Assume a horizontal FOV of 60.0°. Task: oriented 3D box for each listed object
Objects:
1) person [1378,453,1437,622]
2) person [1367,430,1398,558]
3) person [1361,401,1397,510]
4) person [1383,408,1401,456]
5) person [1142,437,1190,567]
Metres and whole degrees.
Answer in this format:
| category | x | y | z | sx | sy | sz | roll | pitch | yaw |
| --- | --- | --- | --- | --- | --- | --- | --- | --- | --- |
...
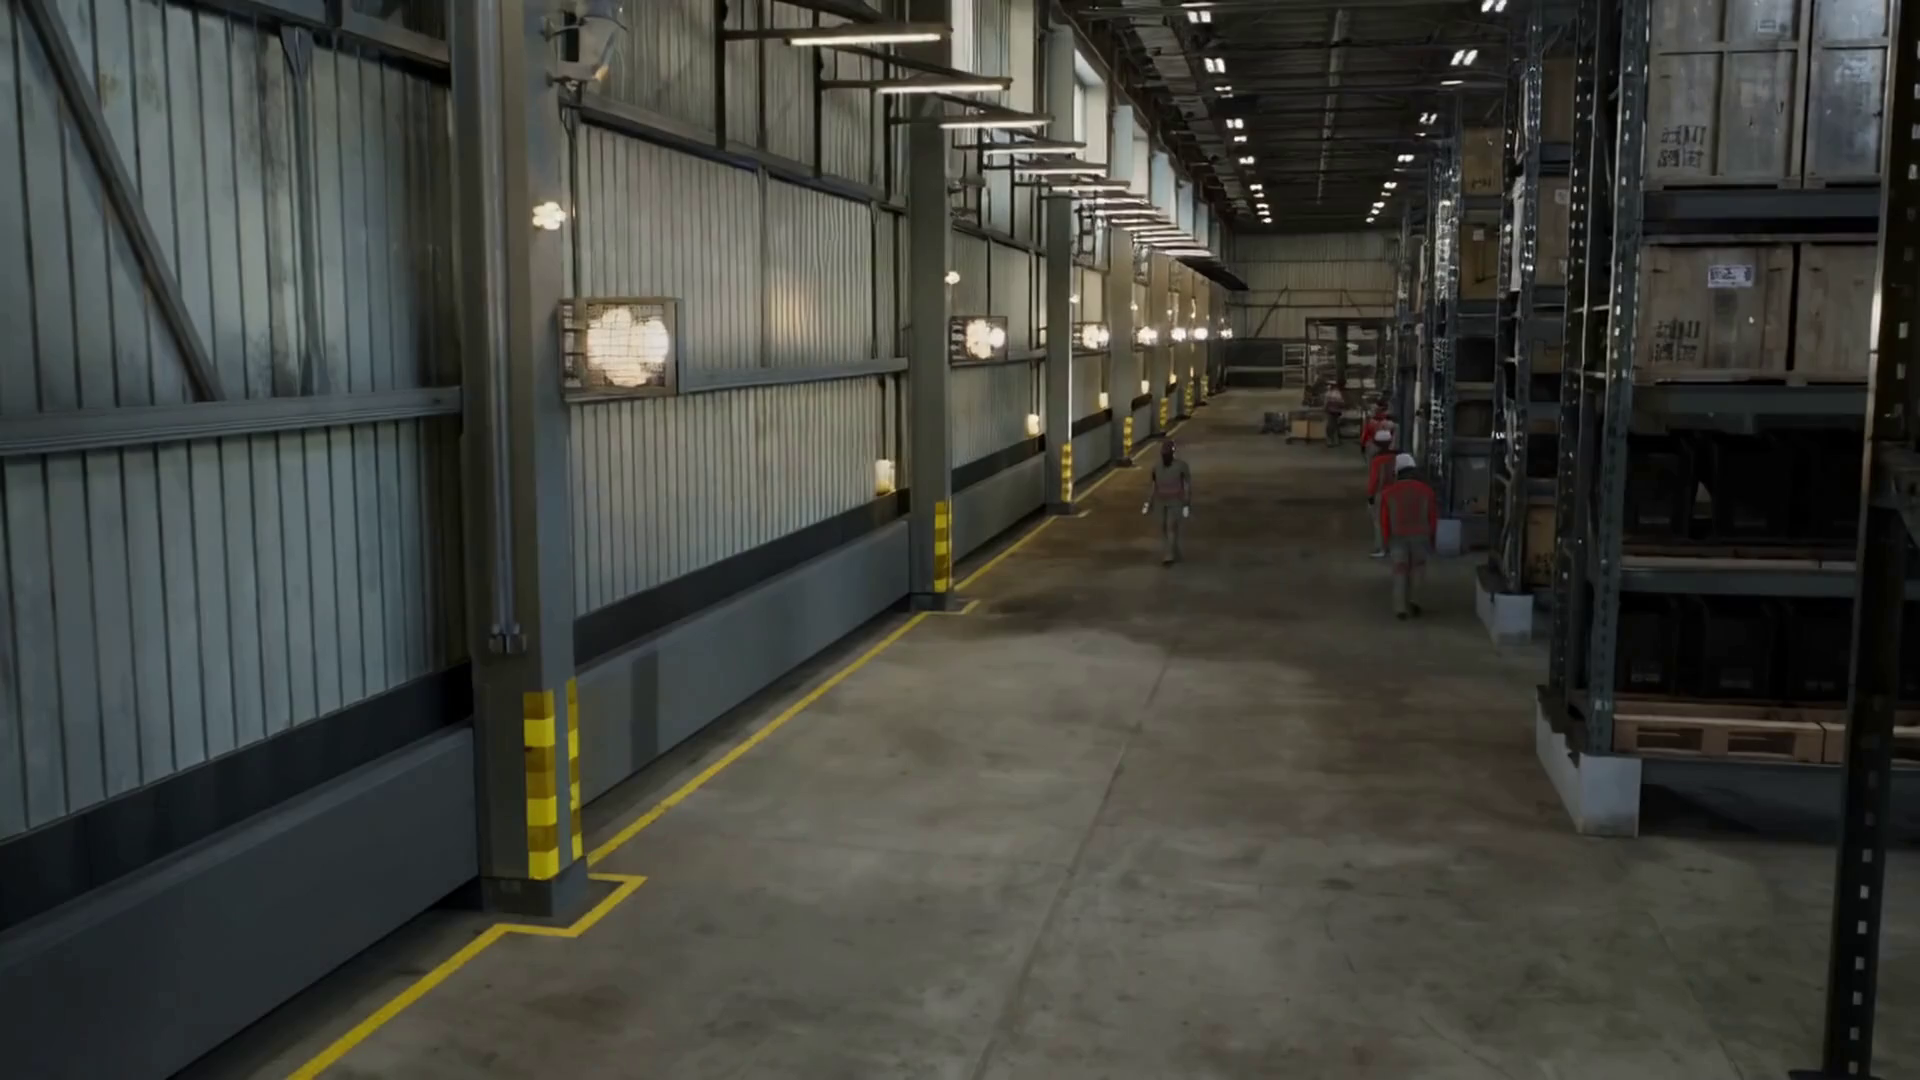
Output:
| category | x | y | z | sx | sy | sz | roll | pitch | yaw |
| --- | --- | --- | --- | --- | --- | --- | --- | --- | --- |
| person | 4.803 | -0.032 | 17.894 | 0.605 | 1.806 | 0.583 | 1 | 7 | 12 |
| person | 5.811 | -0.628 | 22.848 | 0.522 | 1.768 | 0.311 | -7 | 10 | -43 |
| person | 7.396 | -1.512 | 29.380 | 0.619 | 1.917 | 0.959 | 2 | 7 | 16 |
| person | 7.920 | -1.604 | 30.856 | 0.489 | 1.725 | 0.585 | 2 | 7 | 12 |
| person | 2.703 | -0.493 | 21.976 | 0.562 | 1.707 | 0.882 | 4 | 8 | 32 |
